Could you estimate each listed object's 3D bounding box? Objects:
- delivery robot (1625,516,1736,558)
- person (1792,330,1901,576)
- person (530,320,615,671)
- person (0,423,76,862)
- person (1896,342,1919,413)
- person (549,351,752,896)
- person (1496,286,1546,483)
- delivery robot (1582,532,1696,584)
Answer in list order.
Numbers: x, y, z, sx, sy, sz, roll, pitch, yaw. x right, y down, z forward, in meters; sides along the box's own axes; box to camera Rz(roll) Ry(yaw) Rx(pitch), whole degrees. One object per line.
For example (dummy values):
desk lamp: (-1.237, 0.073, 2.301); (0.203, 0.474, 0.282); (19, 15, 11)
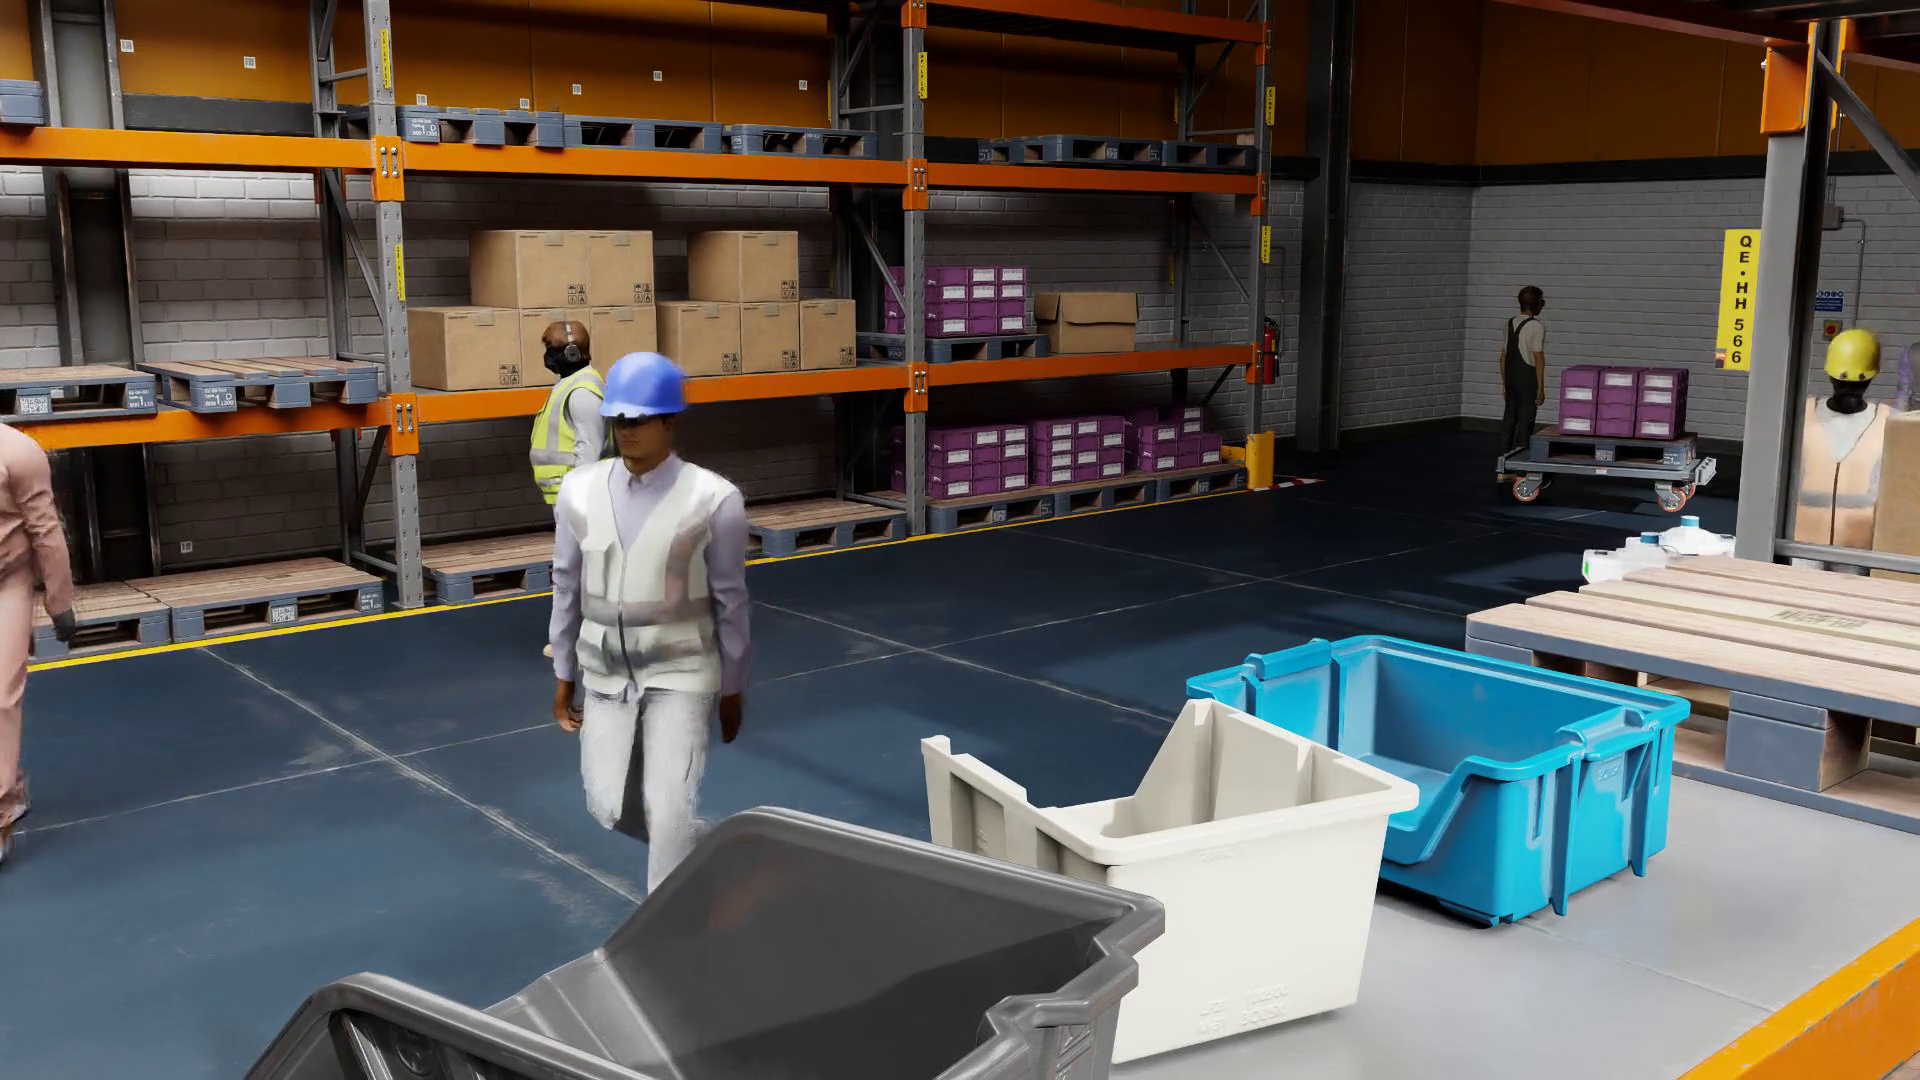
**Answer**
delivery robot: (4.488, 0.094, 10.261); (0.707, 0.478, 0.477); (-2, 10, -10)
person: (3.815, 0.019, 7.285); (0.604, 1.859, 1.028); (5, 11, 25)
person: (-2.039, -0.236, 8.776); (0.429, 1.843, 0.627); (-4, 11, -20)
person: (-3.603, 0.256, 5.966); (0.657, 1.857, 0.957); (-1, 10, -7)
person: (6.582, -0.703, 11.140); (0.585, 1.930, 0.356); (8, 13, 37)
person: (-0.912, 0.387, 5.033); (0.619, 1.931, 0.727); (3, 11, 17)
person: (5.219, -1.424, 15.414); (0.336, 1.844, 0.508); (-4, 11, -23)
delivery robot: (4.004, 0.197, 9.686); (0.707, 0.478, 0.477); (4, 11, 22)
